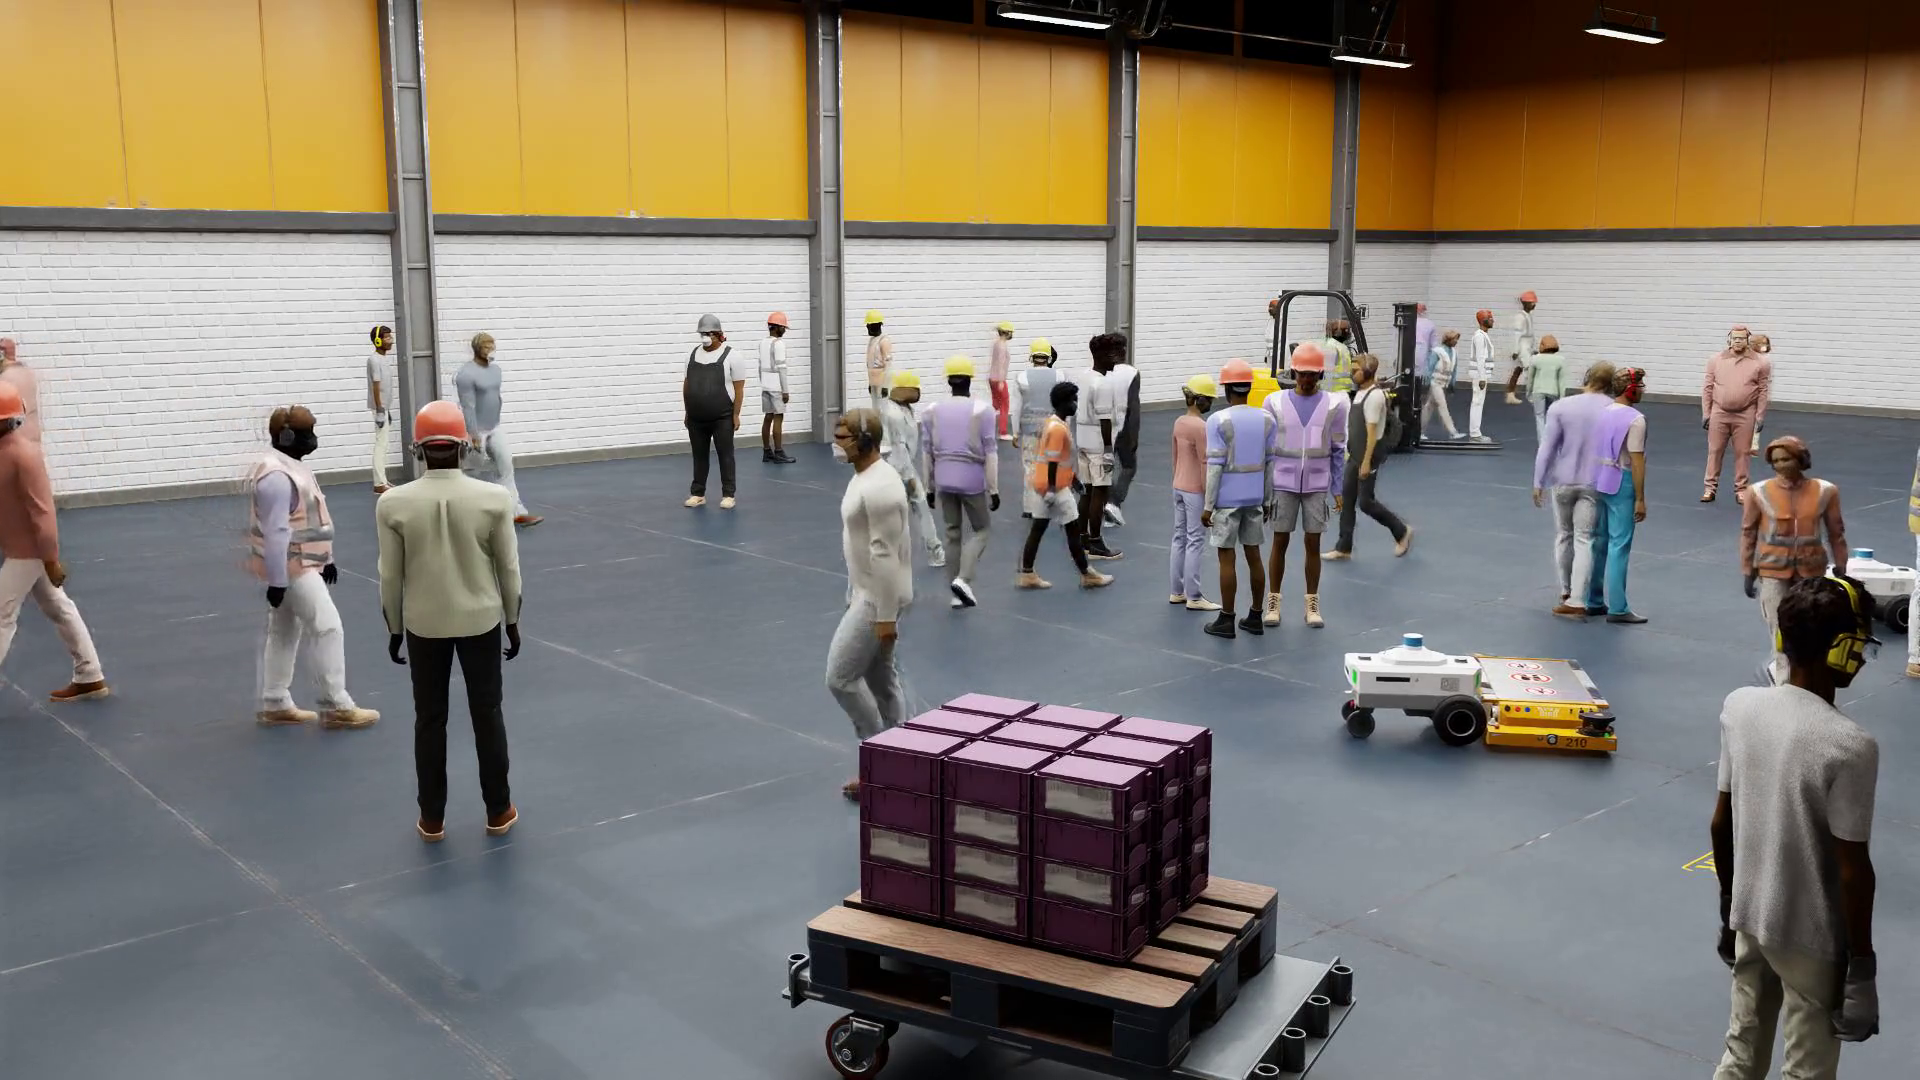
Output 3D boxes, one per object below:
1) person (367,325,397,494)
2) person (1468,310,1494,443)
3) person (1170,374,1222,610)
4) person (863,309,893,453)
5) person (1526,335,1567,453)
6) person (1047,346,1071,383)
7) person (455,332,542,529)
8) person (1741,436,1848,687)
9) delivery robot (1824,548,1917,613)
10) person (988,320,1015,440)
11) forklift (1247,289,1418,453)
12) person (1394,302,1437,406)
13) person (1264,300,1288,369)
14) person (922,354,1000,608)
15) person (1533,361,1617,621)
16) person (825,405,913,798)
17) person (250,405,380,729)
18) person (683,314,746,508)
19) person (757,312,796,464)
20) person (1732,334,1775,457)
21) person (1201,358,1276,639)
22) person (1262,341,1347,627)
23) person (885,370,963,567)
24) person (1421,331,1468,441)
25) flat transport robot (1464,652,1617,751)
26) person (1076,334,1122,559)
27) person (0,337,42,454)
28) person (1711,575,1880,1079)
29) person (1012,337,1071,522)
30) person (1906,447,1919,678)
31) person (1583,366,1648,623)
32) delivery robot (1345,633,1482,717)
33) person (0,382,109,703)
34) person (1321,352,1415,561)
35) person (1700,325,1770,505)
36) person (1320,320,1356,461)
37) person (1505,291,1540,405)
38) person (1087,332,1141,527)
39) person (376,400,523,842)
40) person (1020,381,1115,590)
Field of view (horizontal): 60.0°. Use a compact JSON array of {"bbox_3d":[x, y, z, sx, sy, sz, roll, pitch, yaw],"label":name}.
[{"bbox_3d":[-6.417,-1.447,18.508,0.331,1.872,0.513,-2,10,-11],"label":"person"},{"bbox_3d":[7.373,-2.305,23.495,0.355,1.884,0.574,3,10,16],"label":"person"},{"bbox_3d":[1.765,-0.357,12.447,0.318,1.764,0.522,-3,10,-20],"label":"person"},{"bbox_3d":[-1.099,-2.123,22.310,0.383,1.924,0.589,-4,11,-24],"label":"person"},{"bbox_3d":[7.883,-1.959,22.347,0.491,1.594,0.832,1,10,7],"label":"person"},{"bbox_3d":[0.928,-1.247,17.848,0.540,1.696,0.316,4,10,20],"label":"person"},{"bbox_3d":[-4.442,-1.017,15.886,0.926,1.901,0.661,4,10,21],"label":"person"},{"bbox_3d":[4.829,0.200,9.655,0.570,1.605,0.542,3,10,16],"label":"person"},{"bbox_3d":[6.418,0.304,11.830,0.707,0.478,0.477,2,10,11],"label":"delivery robot"},{"bbox_3d":[0.480,-2.284,23.798,0.641,1.735,0.565,-2,10,-12],"label":"person"},{"bbox_3d":[5.034,-2.339,22.783,2.313,2.155,1.214,3,10,16],"label":"forklift"},{"bbox_3d":[7.615,-3.031,27.817,0.681,1.861,0.528,1,10,6],"label":"person"},{"bbox_3d":[5.447,-3.205,28.760,0.339,1.882,0.584,-4,10,-20],"label":"person"},{"bbox_3d":[0.003,-0.424,12.373,0.619,1.913,0.441,4,10,22],"label":"person"},{"bbox_3d":[4.592,-0.373,12.253,0.657,1.876,0.861,4,11,24],"label":"person"},{"bbox_3d":[-0.460,0.308,8.084,0.532,1.918,0.655,-2,10,-9],"label":"person"},{"bbox_3d":[-3.592,0.156,9.298,0.762,1.818,0.631,-3,10,-17],"label":"person"},{"bbox_3d":[-2.615,-1.347,17.427,0.676,2.000,0.536,3,10,15],"label":"person"},{"bbox_3d":[-2.346,-1.939,21.229,0.382,1.927,0.542,-8,12,-37],"label":"person"},{"bbox_3d":[10.454,-1.908,21.911,0.522,1.619,0.421,-1,10,-7],"label":"person"},{"bbox_3d":[1.908,-0.288,11.536,0.551,1.933,0.376,-4,11,-24],"label":"person"},{"bbox_3d":[2.424,-0.387,11.806,0.605,2.040,0.388,1,10,8],"label":"person"},{"bbox_3d":[-0.483,-0.587,14.024,0.934,1.691,0.488,2,10,13],"label":"person"},{"bbox_3d":[6.864,-2.187,23.674,0.511,1.569,0.873,-9,13,-44],"label":"person"},{"bbox_3d":[3.266,0.896,9.470,0.652,0.197,1.431,2,10,11],"label":"flat transport robot"},{"bbox_3d":[1.208,-0.818,14.549,0.361,1.962,0.613,-3,10,-16],"label":"person"},{"bbox_3d":[-8.849,-0.931,15.465,0.713,1.886,0.662,-1,10,-8],"label":"person"},{"bbox_3d":[2.103,1.006,4.172,0.329,1.865,0.507,-3,10,-17],"label":"person"},{"bbox_3d":[0.801,-1.092,16.537,0.588,1.834,0.403,-1,10,-4],"label":"person"},{"bbox_3d":[6.180,-0.046,10.404,0.430,1.841,0.624,8,13,39],"label":"person"},{"bbox_3d":[4.731,-0.327,12.019,0.393,1.847,0.563,-2,10,-13],"label":"person"},{"bbox_3d":[2.487,0.759,9.163,0.707,0.478,0.477,1,10,7],"label":"delivery robot"},{"bbox_3d":[-5.471,0.052,9.519,1.028,1.922,0.737,-8,12,-39],"label":"person"},{"bbox_3d":[3.523,-0.700,14.285,0.734,1.823,0.526,-2,10,-10],"label":"person"},{"bbox_3d":[8.245,-1.332,17.734,0.640,1.908,0.409,5,11,27],"label":"person"},{"bbox_3d":[4.960,-1.920,21.441,0.621,1.822,0.630,3,10,19],"label":"person"},{"bbox_3d":[10.123,-3.385,29.464,0.890,2.012,0.612,6,11,29],"label":"person"},{"bbox_3d":[1.495,-1.063,16.168,0.594,1.902,0.436,6,11,32],"label":"person"},{"bbox_3d":[-2.287,0.369,7.507,0.612,1.997,0.375,-3,10,-15],"label":"person"},{"bbox_3d":[0.854,-0.416,13.071,0.825,1.651,0.532,-1,10,-5],"label":"person"}]
